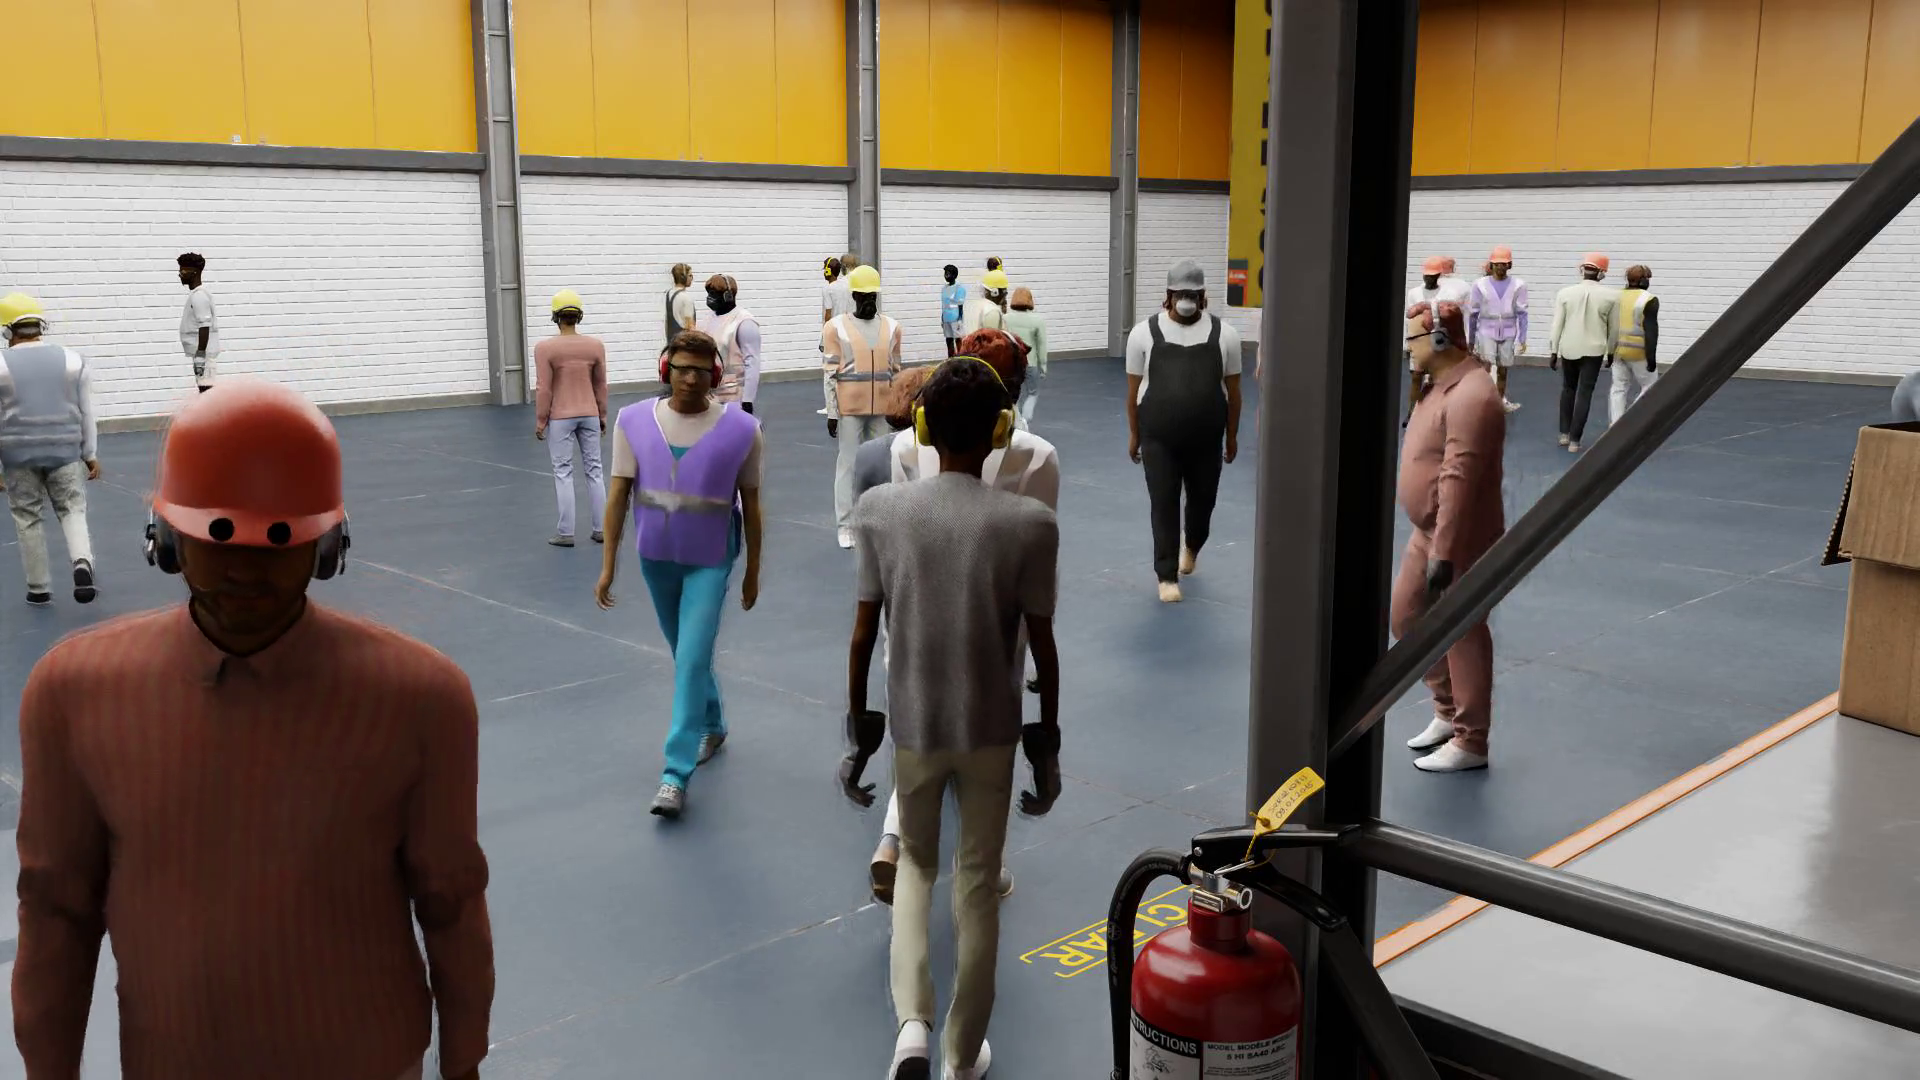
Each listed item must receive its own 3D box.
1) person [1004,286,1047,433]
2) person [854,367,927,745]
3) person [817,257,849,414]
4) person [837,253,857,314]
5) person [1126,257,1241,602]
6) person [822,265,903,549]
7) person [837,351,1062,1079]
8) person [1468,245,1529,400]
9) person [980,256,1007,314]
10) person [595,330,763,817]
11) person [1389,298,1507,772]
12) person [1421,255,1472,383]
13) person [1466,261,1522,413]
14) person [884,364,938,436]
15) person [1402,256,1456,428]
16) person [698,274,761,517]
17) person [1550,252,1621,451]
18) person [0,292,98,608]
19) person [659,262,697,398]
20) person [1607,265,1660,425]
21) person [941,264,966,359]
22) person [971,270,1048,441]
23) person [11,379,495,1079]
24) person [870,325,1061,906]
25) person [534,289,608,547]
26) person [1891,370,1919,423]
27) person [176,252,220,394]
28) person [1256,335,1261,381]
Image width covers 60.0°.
[{"bbox_3d":[0.625,-1.770,16.919,0.516,1.618,0.455,2,11,11],"label":"person"},{"bbox_3d":[-0.156,0.117,6.635,0.529,1.612,0.521,2,11,11],"label":"person"},{"bbox_3d":[-1.522,-2.439,19.923,0.319,1.866,0.532,5,12,26],"label":"person"},{"bbox_3d":[-1.354,-2.668,21.054,0.475,1.905,0.632,6,12,31],"label":"person"},{"bbox_3d":[1.333,-0.701,9.968,0.688,2.000,0.855,0,10,2],"label":"person"},{"bbox_3d":[-0.651,-0.909,11.412,0.586,1.928,0.365,-6,12,-28],"label":"person"},{"bbox_3d":[-0.024,0.481,4.018,0.552,1.857,0.438,2,11,11],"label":"person"},{"bbox_3d":[6.016,-2.272,18.588,0.621,2.019,0.621,2,11,11],"label":"person"},{"bbox_3d":[0.428,-2.930,22.653,0.634,1.849,0.530,-8,13,-36],"label":"person"},{"bbox_3d":[-1.041,0.089,6.369,0.577,1.784,1.024,2,11,10],"label":"person"},{"bbox_3d":[1.954,-0.014,6.642,0.433,1.879,0.688,0,10,2],"label":"person"},{"bbox_3d":[6.049,-2.613,20.816,0.654,1.889,0.648,3,11,17],"label":"person"},{"bbox_3d":[6.322,-2.452,20.058,0.988,1.847,0.631,8,13,36],"label":"person"},{"bbox_3d":[-0.103,0.127,6.592,0.594,1.631,0.338,2,11,8],"label":"person"},{"bbox_3d":[5.128,-2.147,18.226,0.550,1.895,0.859,4,11,23],"label":"person"},{"bbox_3d":[-1.778,-1.091,12.636,0.430,1.843,0.625,-10,14,-43],"label":"person"},{"bbox_3d":[6.245,-1.881,16.612,0.614,1.957,0.812,6,12,29],"label":"person"},{"bbox_3d":[-5.192,-0.486,9.393,0.609,1.816,0.608,-9,14,-41],"label":"person"},{"bbox_3d":[-3.135,-2.177,18.586,0.502,1.829,0.514,-7,13,-35],"label":"person"},{"bbox_3d":[6.919,-1.893,17.036,0.521,1.829,0.652,-5,12,-27],"label":"person"},{"bbox_3d":[-0.115,-3.345,25.343,0.319,1.694,0.532,-8,13,-37],"label":"person"},{"bbox_3d":[0.412,-1.707,16.133,0.890,1.792,0.595,-3,11,-14],"label":"person"},{"bbox_3d":[-1.009,0.716,2.507,0.638,1.957,0.861,-1,10,-7],"label":"person"},{"bbox_3d":[0.003,0.287,5.078,0.583,1.868,0.566,5,11,25],"label":"person"},{"bbox_3d":[-2.678,-0.836,11.452,0.533,1.767,0.325,-8,13,-37],"label":"person"},{"bbox_3d":[4.082,-0.040,6.717,0.819,1.917,0.634,-10,14,-43],"label":"person"},{"bbox_3d":[-7.543,-1.865,16.519,0.364,1.965,0.609,-5,11,-24],"label":"person"},{"bbox_3d":[3.060,-1.633,15.860,0.442,1.745,0.537,-5,12,-26],"label":"person"}]
